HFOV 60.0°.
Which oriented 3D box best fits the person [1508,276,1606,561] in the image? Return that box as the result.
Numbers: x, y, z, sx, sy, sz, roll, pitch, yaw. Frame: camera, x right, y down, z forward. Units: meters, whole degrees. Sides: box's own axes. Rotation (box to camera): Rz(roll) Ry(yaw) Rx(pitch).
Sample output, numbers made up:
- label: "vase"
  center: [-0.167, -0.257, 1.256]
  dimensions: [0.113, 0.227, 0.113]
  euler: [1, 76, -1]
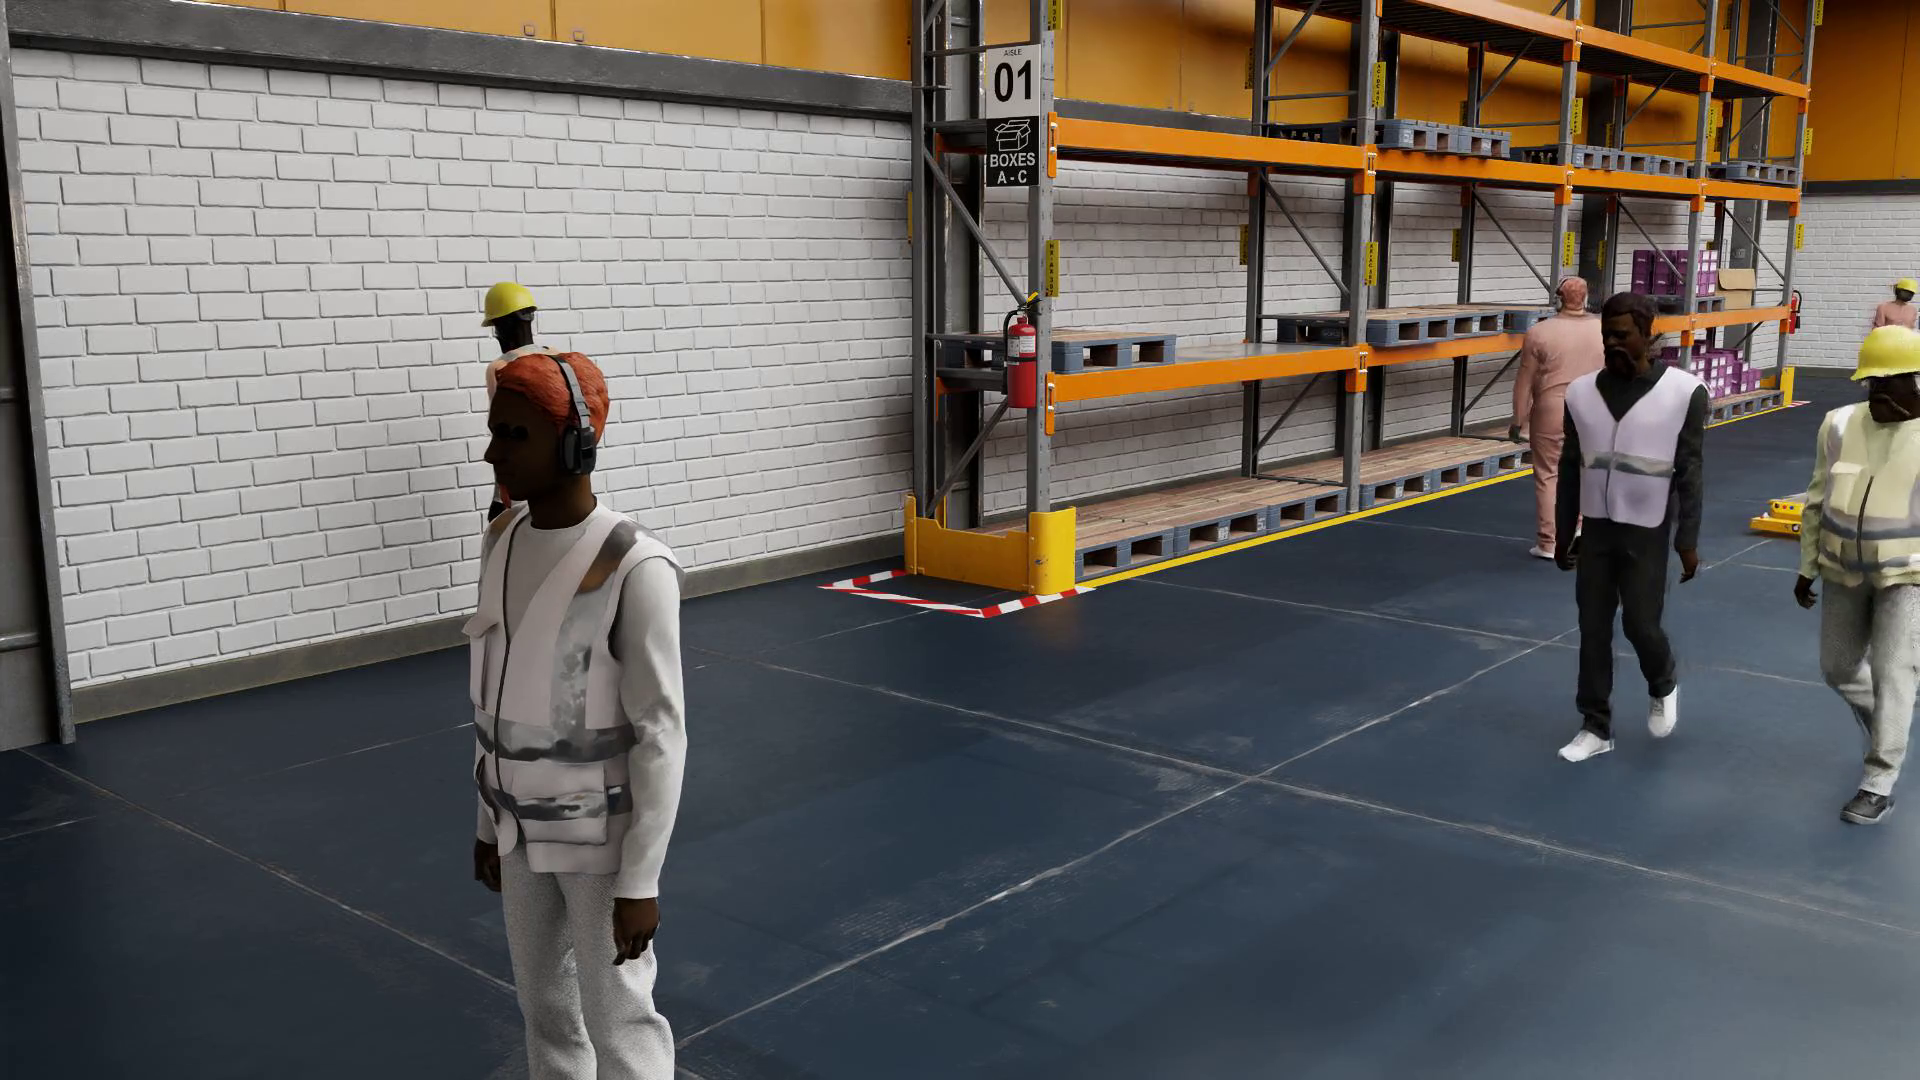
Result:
- label: "person"
  center: [4.012, -0.803, 11.097]
  dimensions: [0.653, 1.892, 0.436]
  euler: [-1, 10, -4]

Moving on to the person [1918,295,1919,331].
- label: "person"
  center: [12.308, -2.565, 20.881]
  dimensions: [0.597, 1.994, 1.031]
  euler: [-1, 10, -4]

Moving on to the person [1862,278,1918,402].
- label: "person"
  center: [11.359, -2.346, 20.336]
  dimensions: [0.555, 1.717, 0.756]
  euler: [1, 10, 5]

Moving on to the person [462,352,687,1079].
- label: "person"
  center: [-0.758, 0.582, 3.219]
  dimensions: [0.574, 1.882, 0.356]
  euler: [9, 13, 40]

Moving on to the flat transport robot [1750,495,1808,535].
- label: "flat transport robot"
  center: [6.509, -0.208, 12.300]
  dimensions: [1.431, 0.197, 0.652]
  euler: [-8, 13, -39]

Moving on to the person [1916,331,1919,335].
- label: "person"
  center: [5.447, -0.523, 9.060]
  dimensions: [0.919, 2.000, 0.676]
  euler: [-7, 12, -36]

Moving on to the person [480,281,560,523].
- label: "person"
  center: [-2.100, -0.284, 8.056]
  dimensions: [0.399, 1.915, 0.589]
  euler: [3, 11, 19]

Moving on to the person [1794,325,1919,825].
- label: "person"
  center: [3.446, 0.107, 6.159]
  dimensions: [0.685, 1.803, 0.599]
  euler: [-8, 13, -39]

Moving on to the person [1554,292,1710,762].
- label: "person"
  center: [2.713, -0.050, 6.758]
  dimensions: [0.564, 1.901, 0.617]
  euler: [-9, 13, -41]
